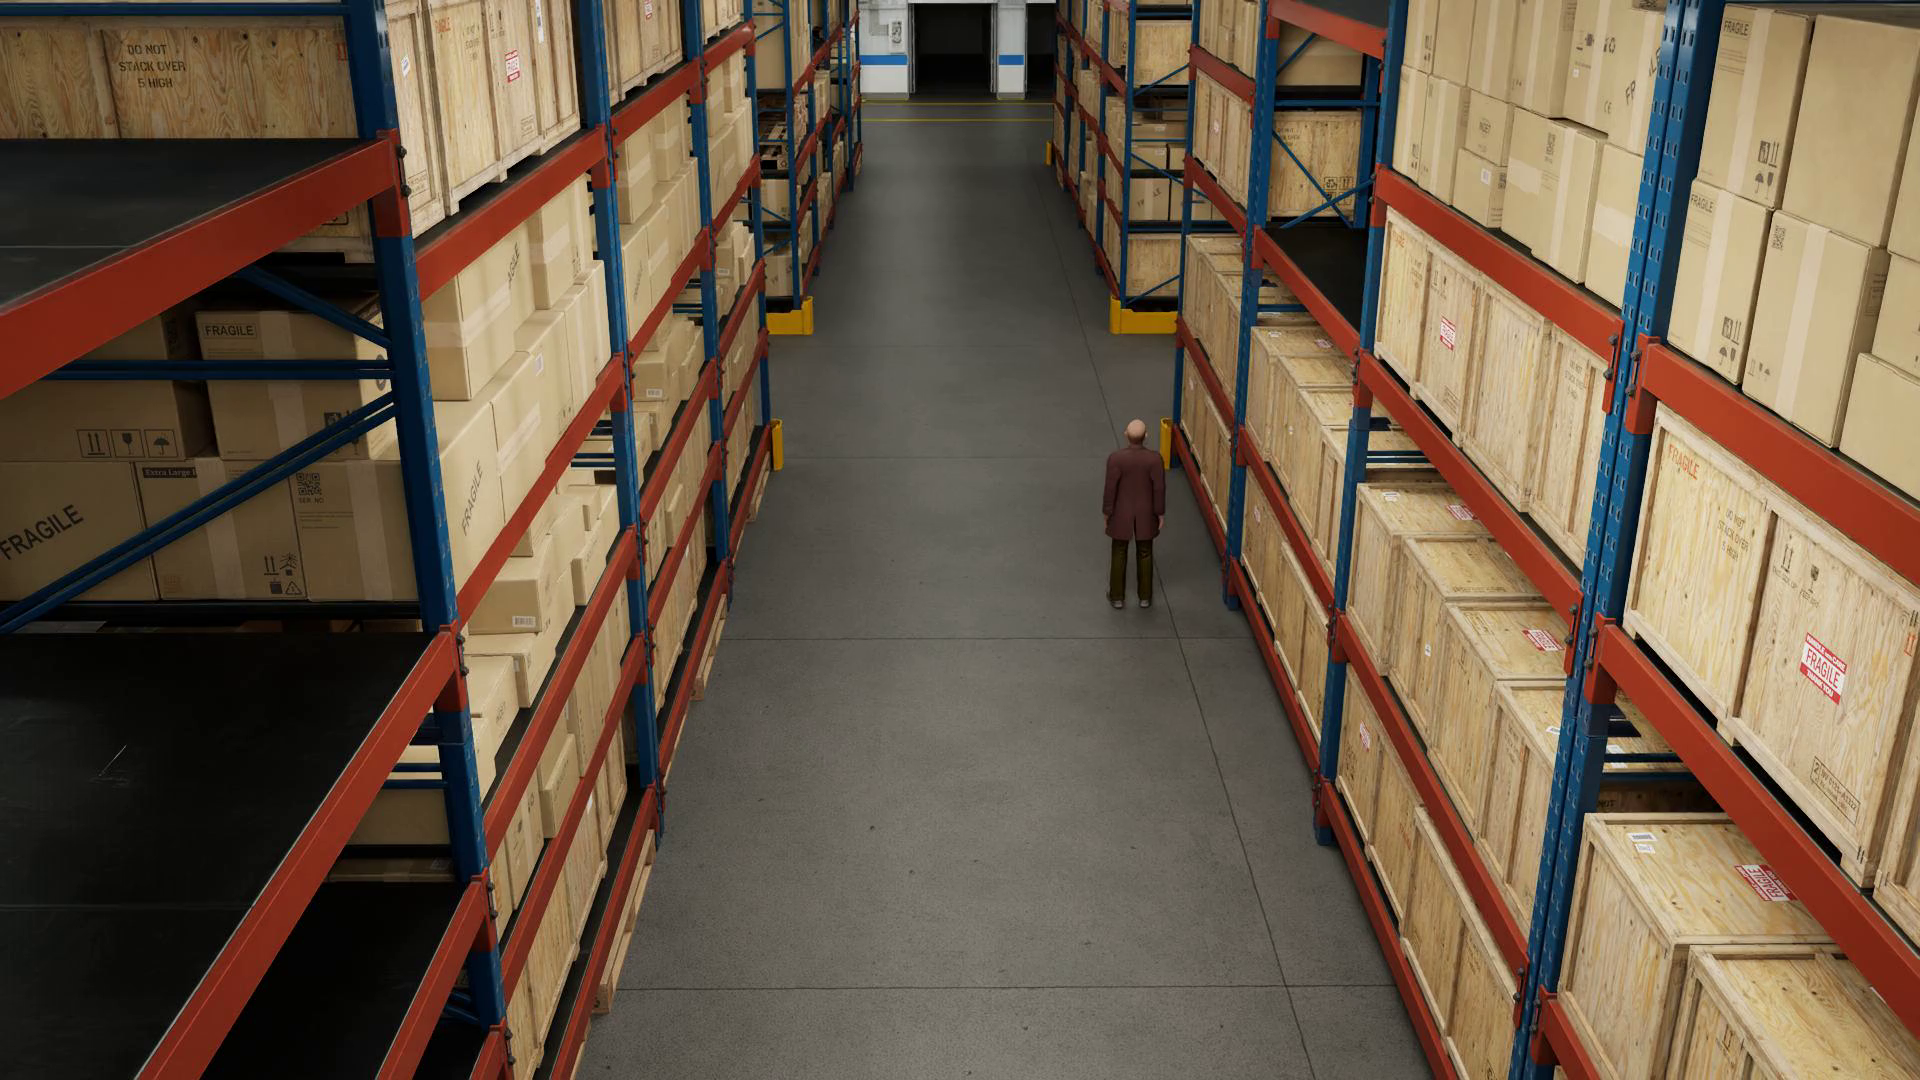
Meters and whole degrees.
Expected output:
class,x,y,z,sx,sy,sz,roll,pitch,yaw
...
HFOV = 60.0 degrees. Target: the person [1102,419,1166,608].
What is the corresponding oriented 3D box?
class,x,y,z,sx,sy,sz,roll,pitch,yaw
person,1.574,-0.262,15.152,0.573,1.780,0.401,0,22,0
